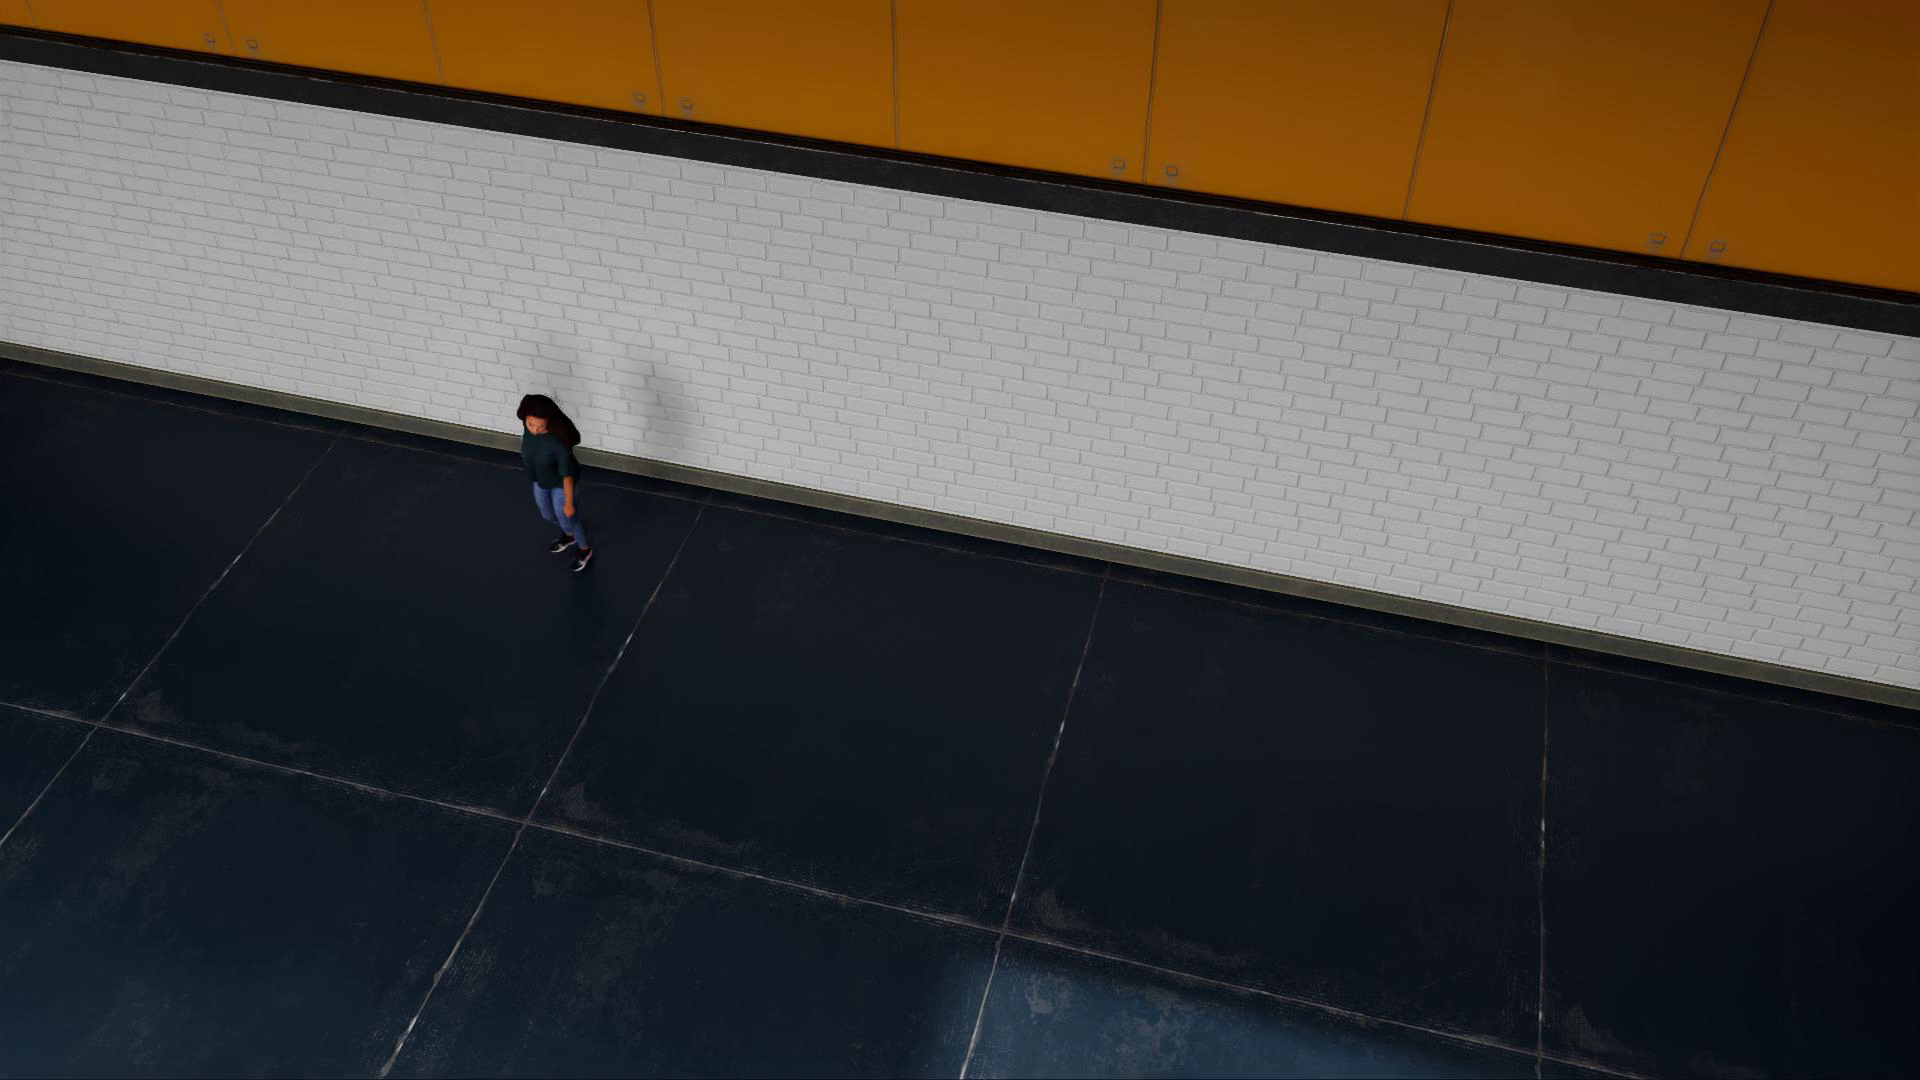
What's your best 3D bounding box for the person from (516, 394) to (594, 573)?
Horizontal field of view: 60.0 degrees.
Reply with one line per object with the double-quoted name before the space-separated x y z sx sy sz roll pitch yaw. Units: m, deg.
"person" -2.701 -0.415 11.238 0.766 1.589 0.763 -27 50 -25
